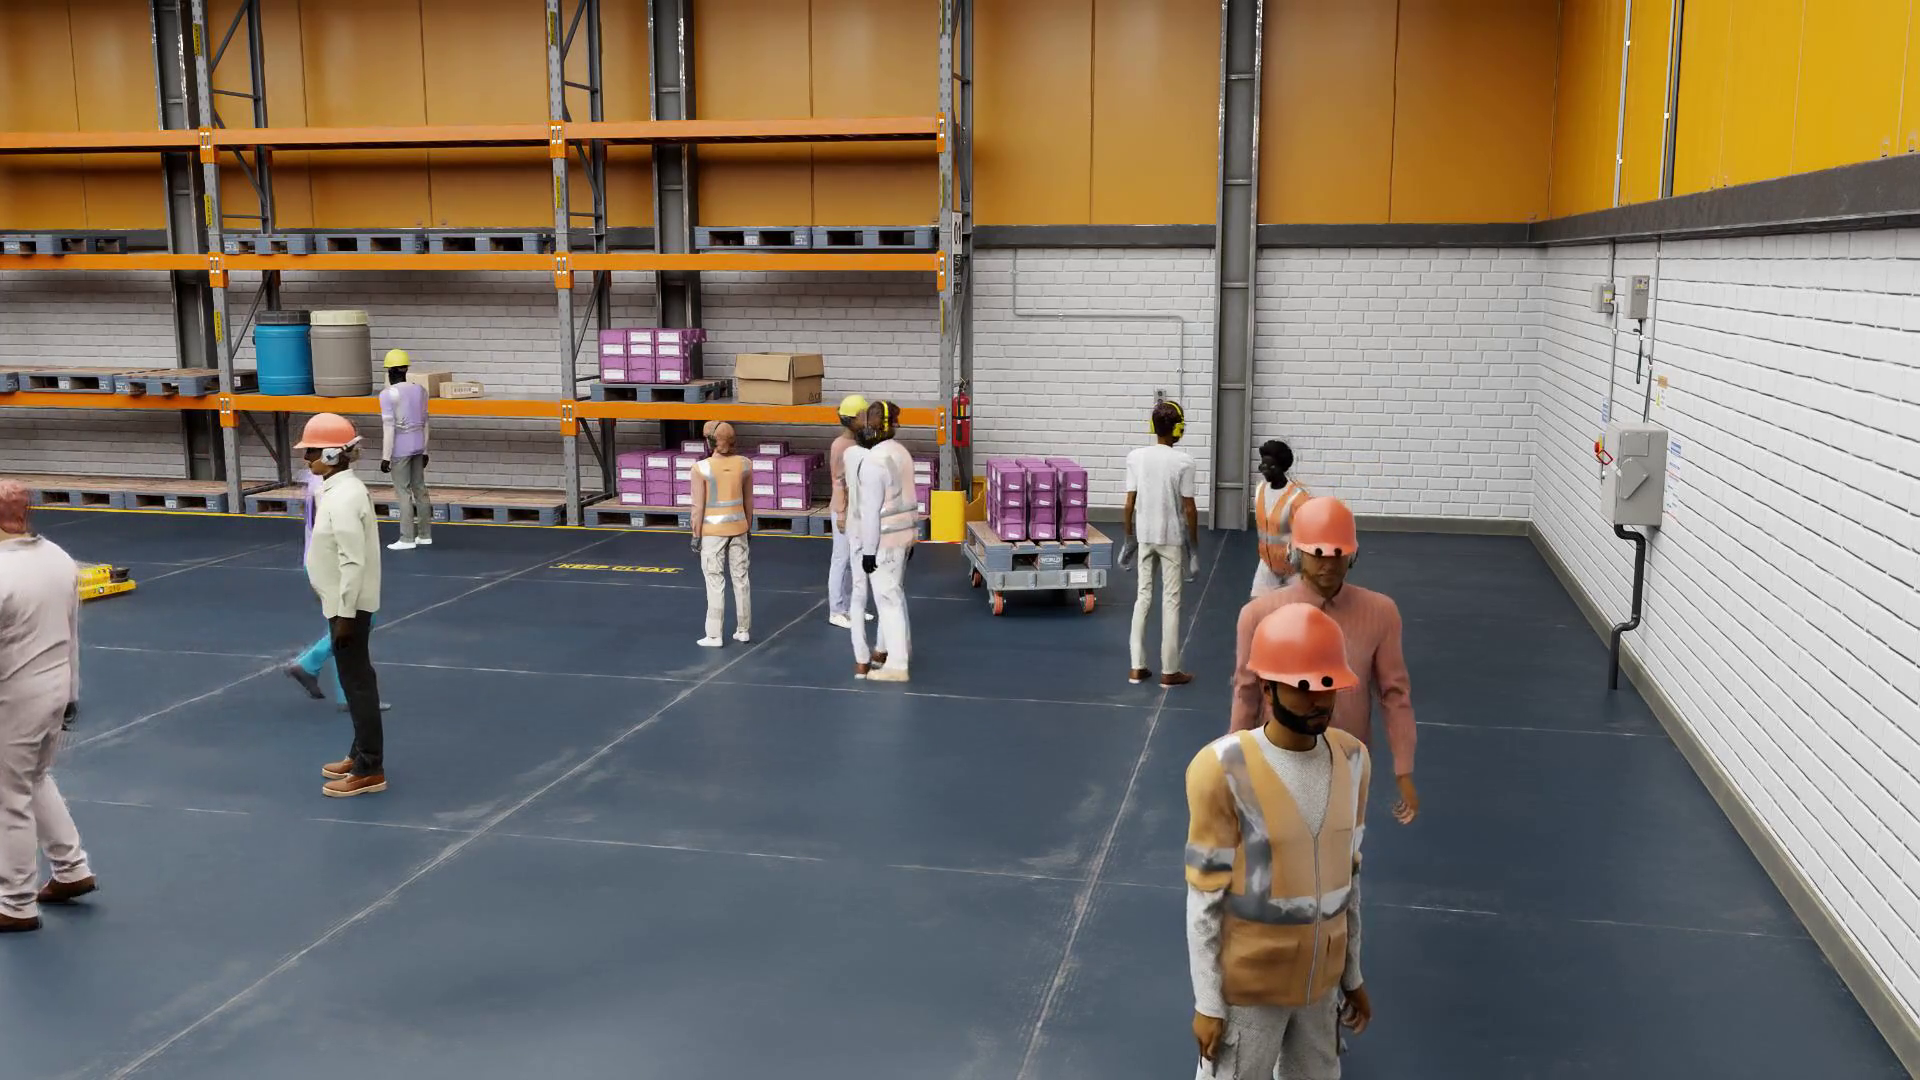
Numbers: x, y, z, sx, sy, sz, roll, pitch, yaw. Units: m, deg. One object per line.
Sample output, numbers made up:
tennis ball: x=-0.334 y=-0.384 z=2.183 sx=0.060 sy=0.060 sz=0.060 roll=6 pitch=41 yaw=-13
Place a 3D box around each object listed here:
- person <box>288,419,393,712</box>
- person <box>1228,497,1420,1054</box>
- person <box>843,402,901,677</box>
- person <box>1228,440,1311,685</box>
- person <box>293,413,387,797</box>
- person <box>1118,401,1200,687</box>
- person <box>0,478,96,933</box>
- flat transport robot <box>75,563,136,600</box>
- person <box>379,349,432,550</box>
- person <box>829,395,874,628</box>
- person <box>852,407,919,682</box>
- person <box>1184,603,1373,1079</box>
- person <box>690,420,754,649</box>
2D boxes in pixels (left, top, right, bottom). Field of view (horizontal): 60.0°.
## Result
person: x=-3.816 y=0.166 z=10.164 sx=0.530 sy=1.823 sz=0.585 roll=-2 pitch=10 yaw=-9
person: x=1.311 y=0.824 z=5.907 sx=0.615 sy=1.946 sz=0.996 roll=-1 pitch=10 yaw=-8
person: x=-0.560 y=-0.018 z=11.228 sx=0.480 sy=1.834 sz=0.712 roll=3 pitch=10 yaw=19
person: x=2.170 y=0.140 z=10.913 sx=0.941 sy=1.626 sz=0.537 roll=-7 pitch=12 yaw=-36
person: x=-3.217 y=0.332 z=8.676 sx=0.390 sy=1.992 sz=0.624 roll=-3 pitch=10 yaw=-19
person: x=1.301 y=0.028 z=10.863 sx=0.566 sy=1.863 sz=0.323 roll=6 pitch=11 yaw=32
person: x=-3.911 y=0.688 z=6.847 sx=0.456 sy=1.901 sz=0.671 roll=0 pitch=10 yaw=0
flat transport robot: x=-7.654 y=0.317 z=13.858 sx=1.431 sy=0.197 sz=0.652 roll=4 pitch=11 yaw=24
person: x=-5.341 y=-0.865 z=15.962 sx=0.382 sy=1.924 sz=0.594 roll=4 pitch=11 yaw=24
person: x=-0.812 y=-0.222 z=12.637 sx=0.330 sy=1.765 sz=0.533 roll=3 pitch=10 yaw=17
person: x=-0.496 y=0.017 z=11.106 sx=0.441 sy=1.816 sz=0.691 roll=3 pitch=10 yaw=17
person: x=0.826 y=1.109 z=4.242 sx=0.542 sy=1.939 sz=0.368 roll=-5 pitch=11 yaw=-25
person: x=-1.698 y=-0.042 z=11.927 sx=0.514 sy=1.645 sz=0.307 roll=-8 pitch=12 yaw=-39
